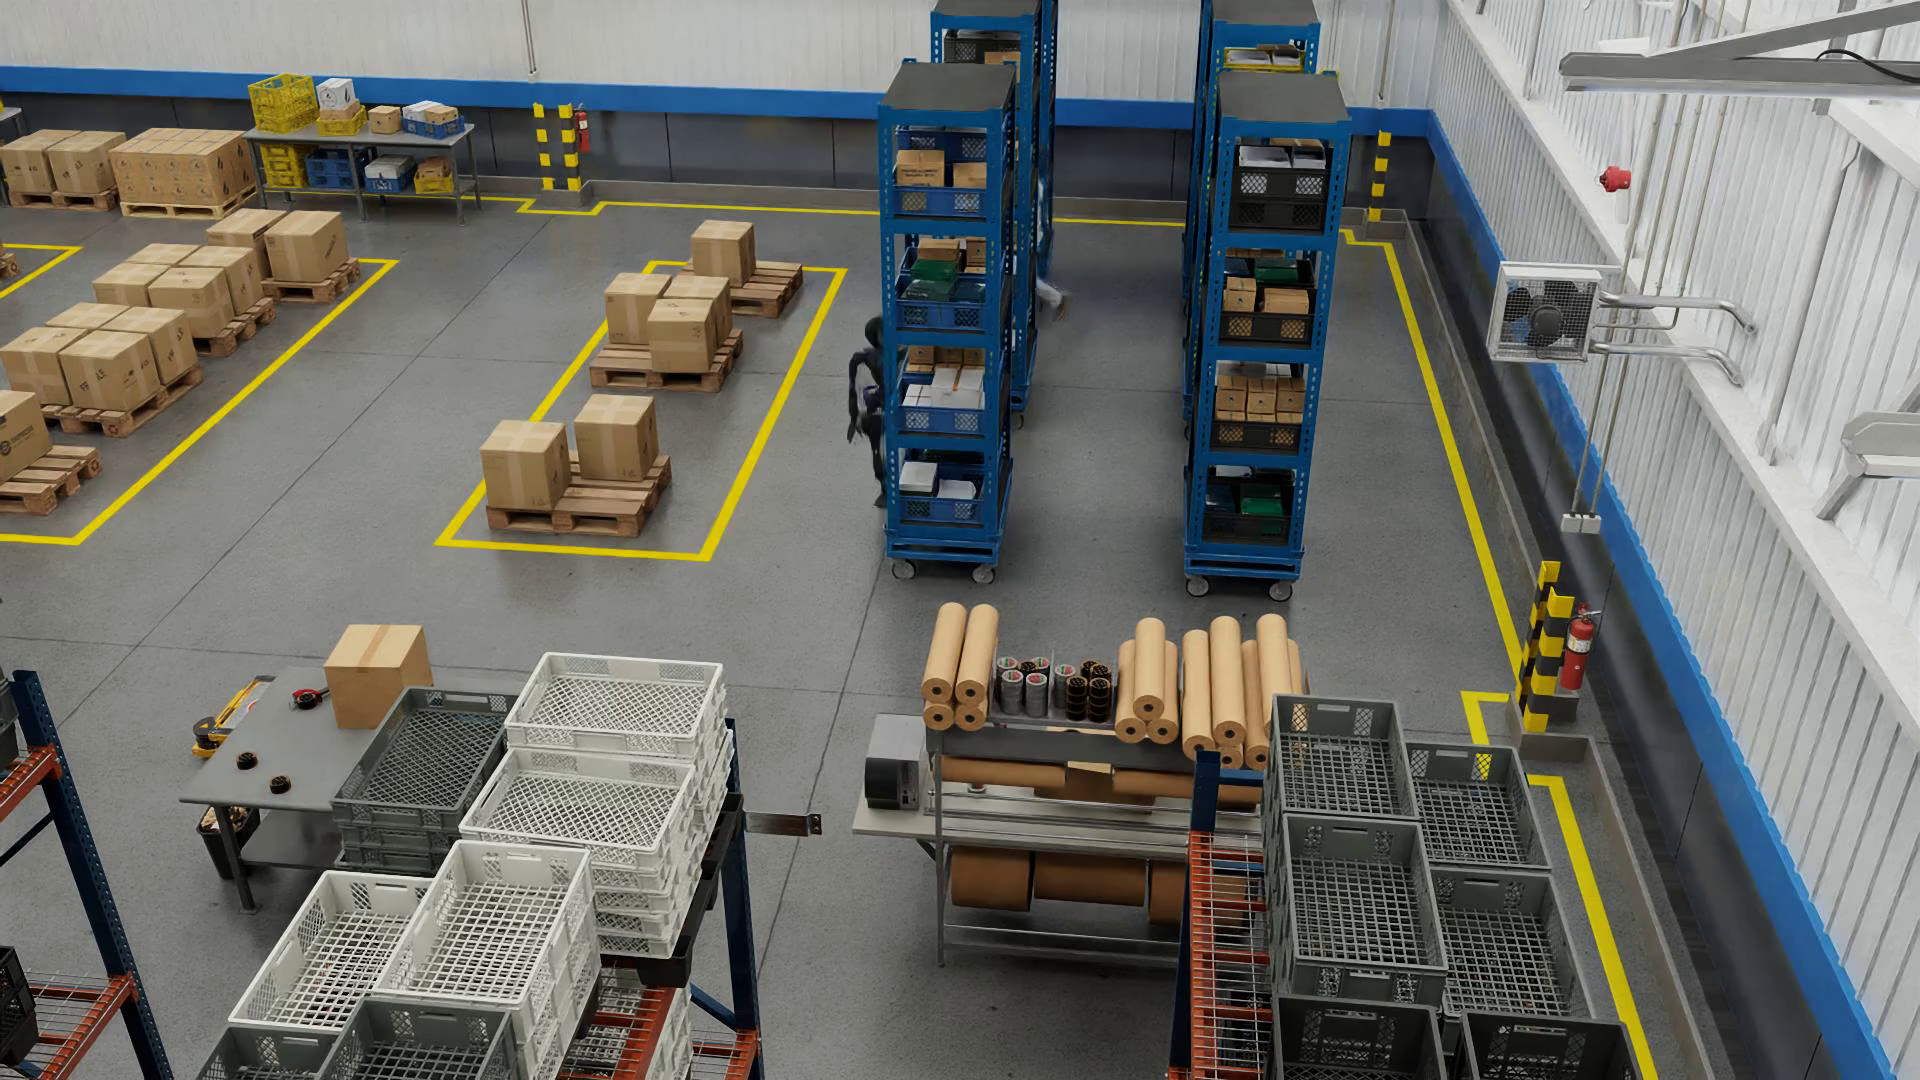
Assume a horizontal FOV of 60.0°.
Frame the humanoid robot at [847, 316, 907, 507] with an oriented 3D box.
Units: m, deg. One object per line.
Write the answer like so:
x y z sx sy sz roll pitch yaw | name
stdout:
-0.558 -1.004 13.014 0.668 1.624 0.397 -2 30 -4 | humanoid robot

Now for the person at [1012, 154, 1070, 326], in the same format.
0.698 -2.930 16.128 0.647 1.856 0.594 -7 31 -12 | person

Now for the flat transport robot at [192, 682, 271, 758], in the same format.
-4.089 1.163 10.648 1.431 0.197 0.652 3 30 6 | flat transport robot

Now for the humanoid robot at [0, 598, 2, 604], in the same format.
-7.203 -0.233 11.662 0.616 1.655 0.310 3 30 5 | humanoid robot
